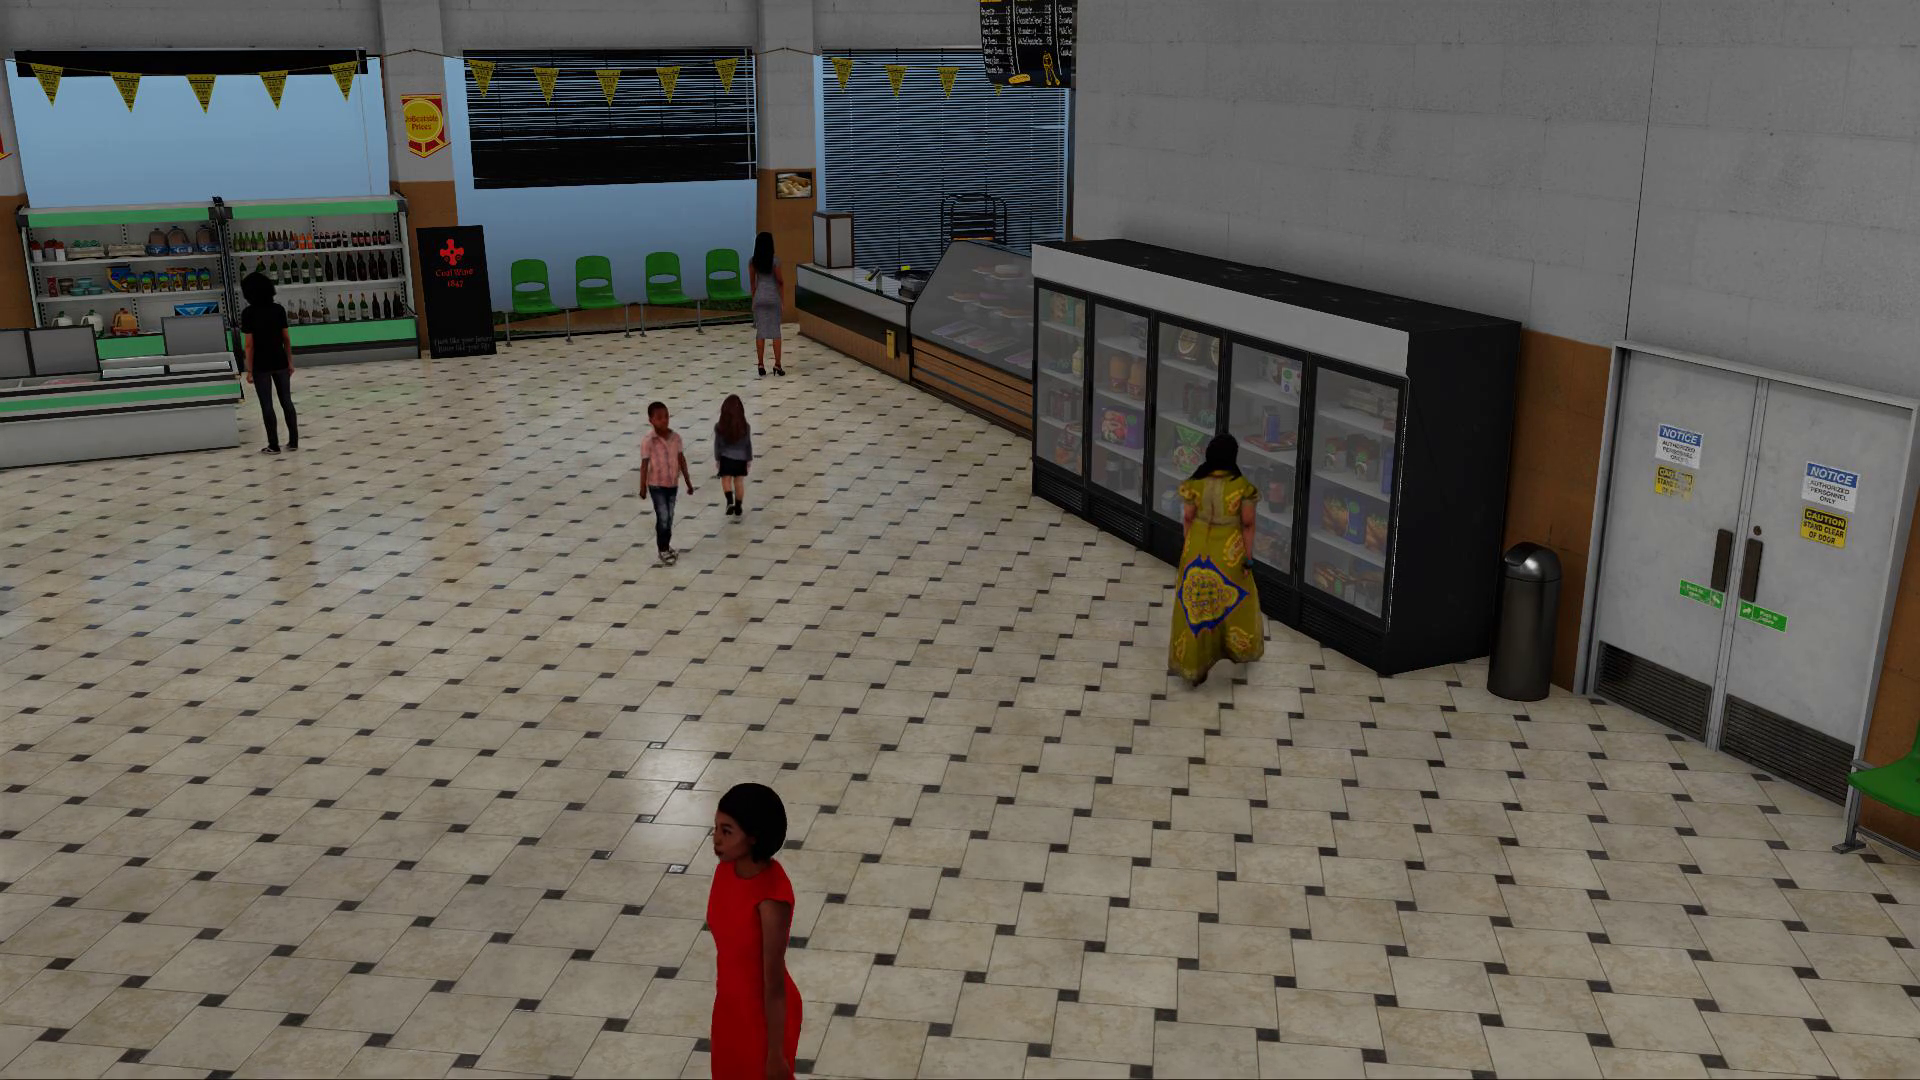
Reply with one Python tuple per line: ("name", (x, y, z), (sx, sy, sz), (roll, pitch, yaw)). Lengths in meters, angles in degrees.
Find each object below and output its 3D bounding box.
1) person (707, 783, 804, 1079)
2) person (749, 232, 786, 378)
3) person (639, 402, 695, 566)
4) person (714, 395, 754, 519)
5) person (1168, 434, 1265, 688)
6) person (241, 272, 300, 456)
("person", (-0.614, 1.638, 5.662), (1.025, 1.721, 0.738), (-13, 21, -36))
("person", (-2.376, -2.908, 20.531), (0.635, 1.781, 0.721), (4, 17, 11))
("person", (-2.419, -0.478, 13.365), (0.629, 1.294, 0.656), (-15, 23, -41))
("person", (-1.979, -0.715, 14.483), (0.551, 1.099, 0.608), (-3, 17, -9))
("person", (1.627, 0.157, 10.687), (1.223, 1.635, 1.252), (4, 17, 14))
("person", (-6.955, -1.786, 16.747), (0.764, 1.833, 0.595), (15, 23, 41))
